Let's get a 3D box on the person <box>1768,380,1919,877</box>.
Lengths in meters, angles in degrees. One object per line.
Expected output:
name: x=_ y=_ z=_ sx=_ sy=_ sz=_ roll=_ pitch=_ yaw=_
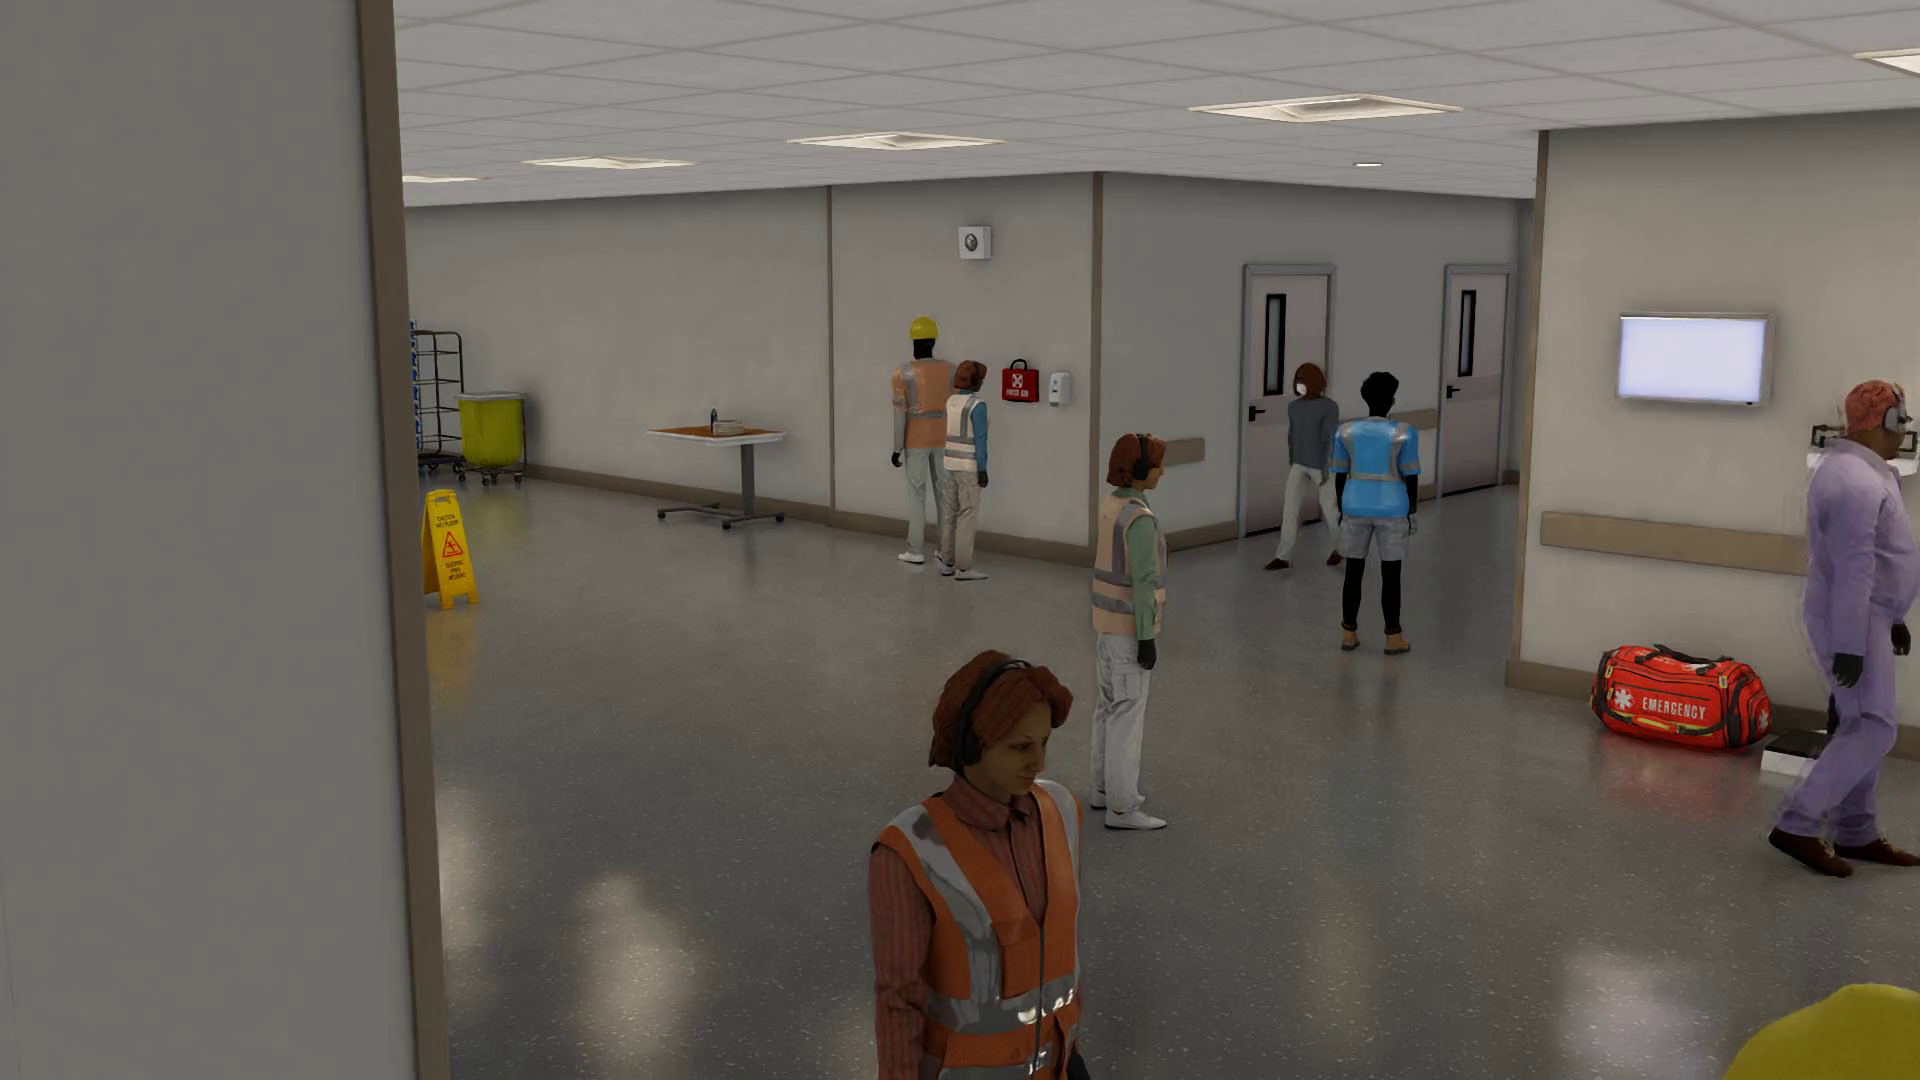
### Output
person: x=3.459 y=0.335 z=6.340 sx=0.471 sy=1.887 sz=0.685 roll=4 pitch=10 yaw=25

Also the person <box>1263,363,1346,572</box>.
person: x=2.705 y=-0.563 z=12.725 sx=0.843 sy=1.591 sz=0.510 roll=-8 pitch=12 yaw=-41

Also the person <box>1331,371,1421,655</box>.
person: x=2.486 y=-0.158 z=9.946 sx=0.529 sy=1.692 sz=0.321 roll=5 pitch=11 yaw=30

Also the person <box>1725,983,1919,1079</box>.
person: x=0.581 y=1.206 z=1.192 sx=0.598 sy=1.826 sz=0.403 roll=4 pitch=10 yaw=21

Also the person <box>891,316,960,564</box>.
person: x=-0.269 y=-0.775 z=13.002 sx=0.588 sy=1.930 sz=0.359 roll=-5 pitch=10 yaw=-27

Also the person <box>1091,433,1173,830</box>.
person: x=0.698 y=0.374 z=6.872 sx=0.311 sy=1.632 sz=0.518 roll=-2 pitch=9 yaw=-11

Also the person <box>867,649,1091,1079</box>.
person: x=0.045 y=1.002 z=2.996 sx=0.310 sy=1.640 sz=0.514 roll=9 pitch=13 yaw=43

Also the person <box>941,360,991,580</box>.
person: x=0.040 y=-0.518 z=12.360 sx=0.323 sy=1.630 sz=0.503 roll=-5 pitch=11 yaw=-28
